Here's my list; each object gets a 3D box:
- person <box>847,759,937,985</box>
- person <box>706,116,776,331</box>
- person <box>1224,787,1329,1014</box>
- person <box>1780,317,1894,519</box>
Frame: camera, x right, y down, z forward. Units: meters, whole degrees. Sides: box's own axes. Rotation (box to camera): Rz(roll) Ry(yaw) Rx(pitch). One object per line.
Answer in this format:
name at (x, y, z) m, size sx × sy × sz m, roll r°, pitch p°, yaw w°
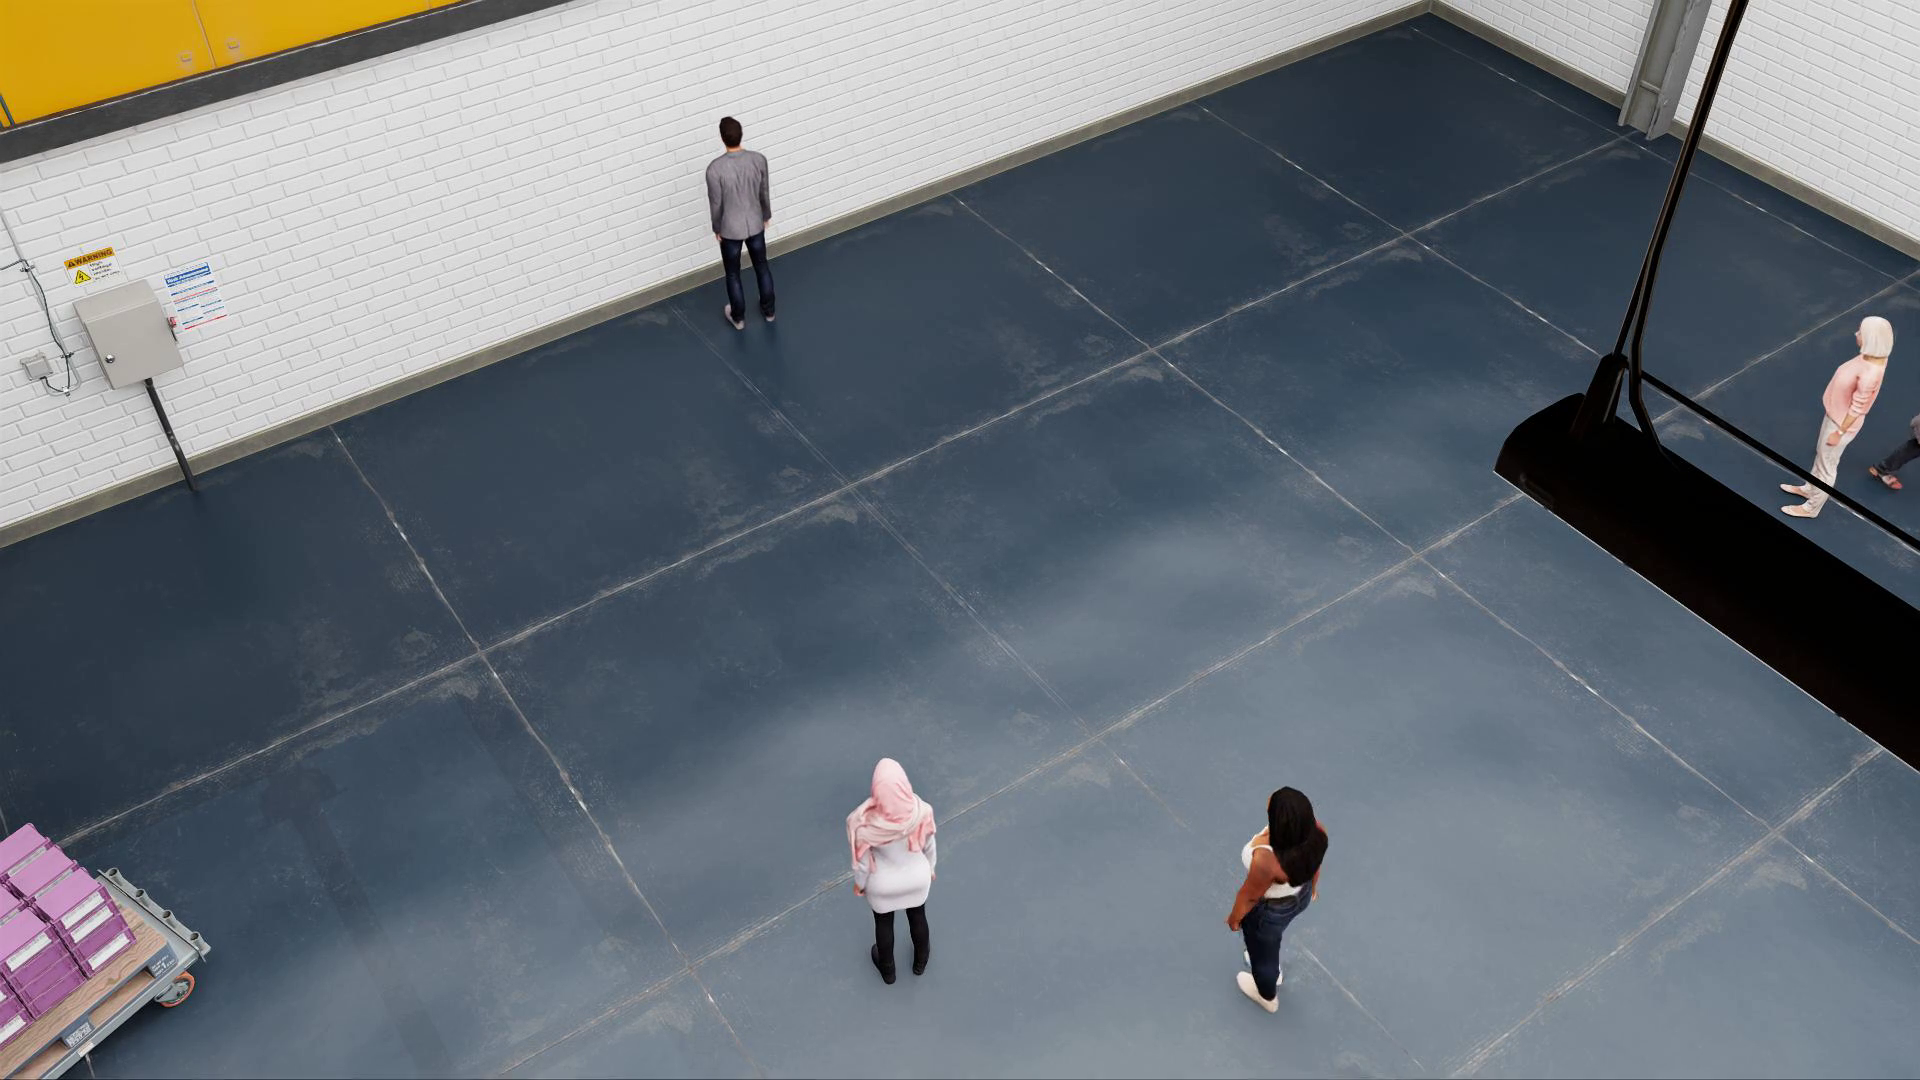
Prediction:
person at (-0.342, 1.805, 8.976) m, size 0.716 × 1.804 × 0.719 m, roll -9°, pitch 44°, yaw -9°
person at (-1.775, -2.560, 13.510) m, size 0.697 × 1.870 × 0.626 m, roll -20°, pitch 47°, yaw -20°
person at (1.740, 1.970, 8.809) m, size 0.675 × 1.795 × 0.644 m, roll -29°, pitch 51°, yaw -27°
person at (6.297, -0.873, 11.846) m, size 0.695 × 1.722 × 0.680 m, roll 16°, pitch 46°, yaw 16°
